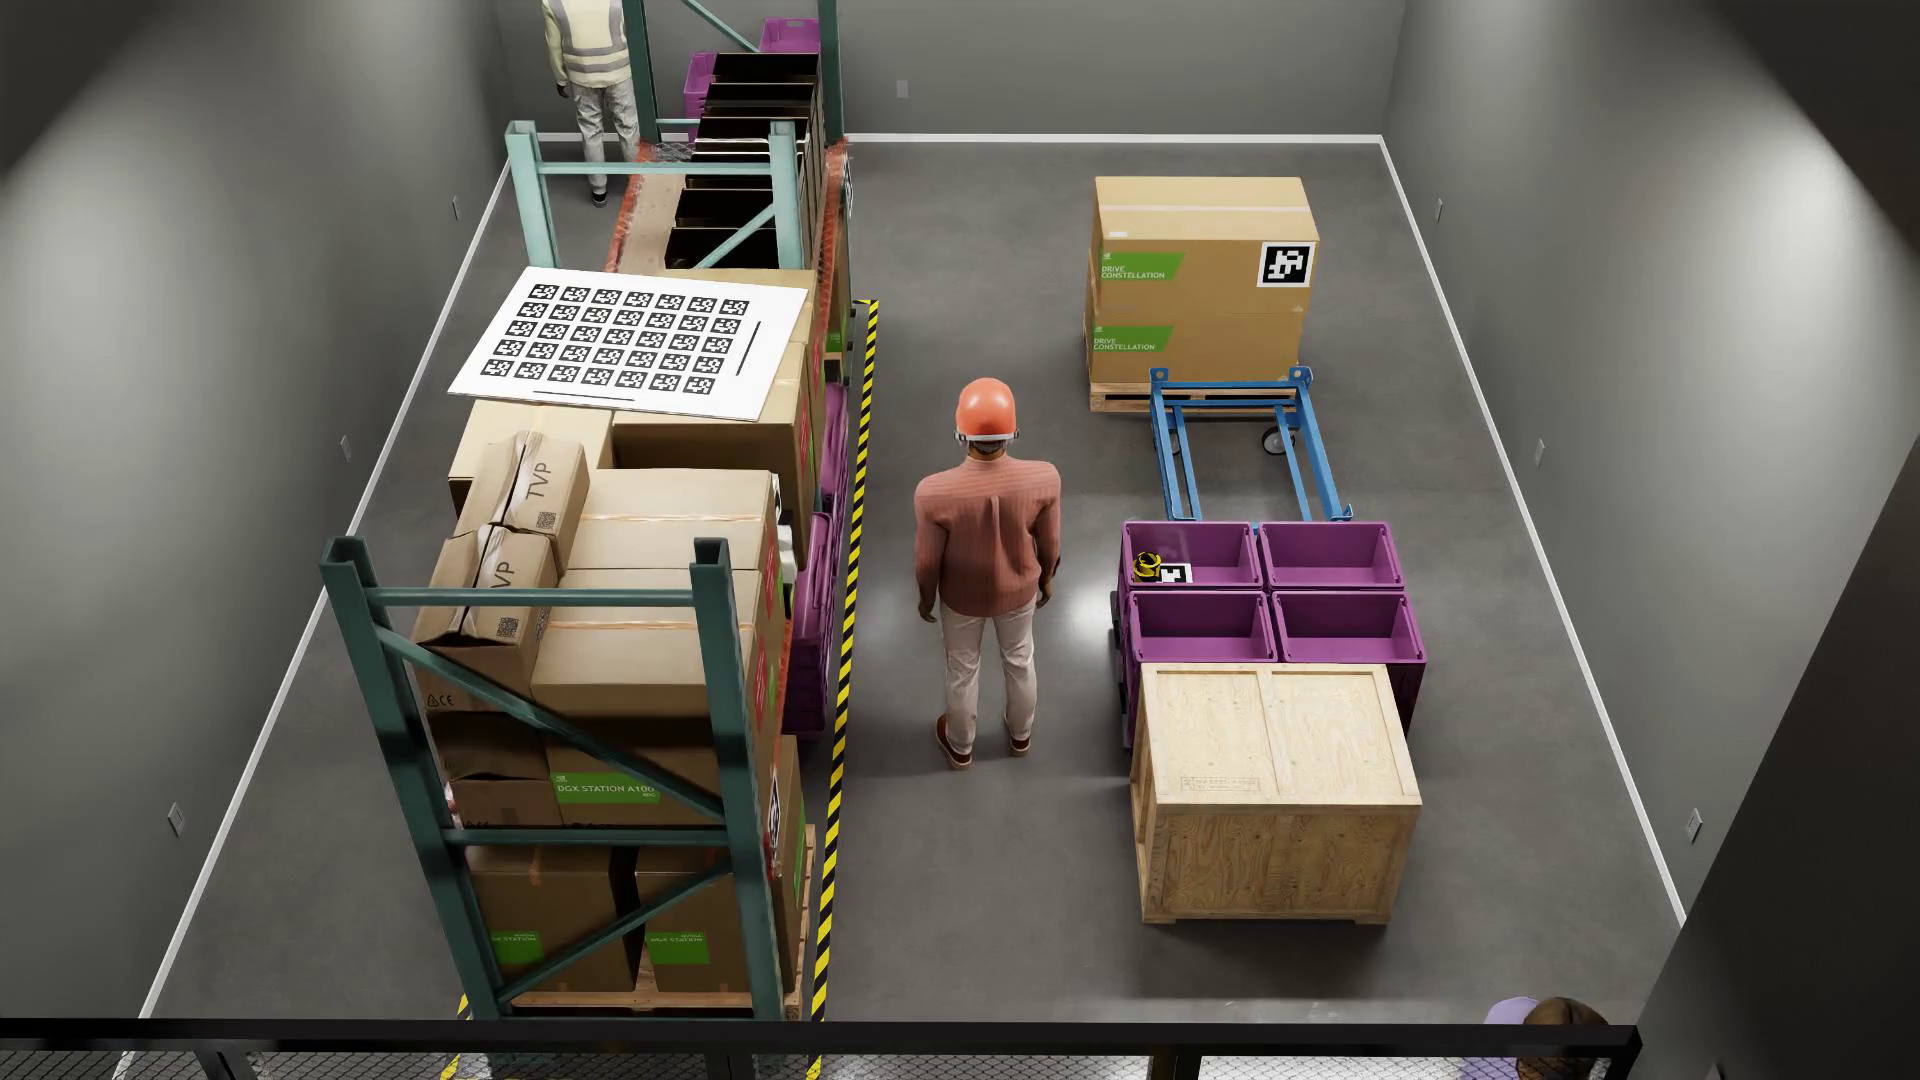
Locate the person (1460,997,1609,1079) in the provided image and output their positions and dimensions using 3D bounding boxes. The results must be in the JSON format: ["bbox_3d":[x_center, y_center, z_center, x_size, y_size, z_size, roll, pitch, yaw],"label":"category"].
[{"bbox_3d":[1.544,1.939,4.903,0.356,1.936,0.635,11,42,12],"label":"person"}]

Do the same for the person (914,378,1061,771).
[{"bbox_3d":[0.109,0.175,6.872,0.609,1.995,0.376,-9,42,-11],"label":"person"}]

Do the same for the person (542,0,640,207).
[{"bbox_3d":[-2.296,-3.000,10.616,0.602,1.828,0.404,-5,41,-5],"label":"person"}]
